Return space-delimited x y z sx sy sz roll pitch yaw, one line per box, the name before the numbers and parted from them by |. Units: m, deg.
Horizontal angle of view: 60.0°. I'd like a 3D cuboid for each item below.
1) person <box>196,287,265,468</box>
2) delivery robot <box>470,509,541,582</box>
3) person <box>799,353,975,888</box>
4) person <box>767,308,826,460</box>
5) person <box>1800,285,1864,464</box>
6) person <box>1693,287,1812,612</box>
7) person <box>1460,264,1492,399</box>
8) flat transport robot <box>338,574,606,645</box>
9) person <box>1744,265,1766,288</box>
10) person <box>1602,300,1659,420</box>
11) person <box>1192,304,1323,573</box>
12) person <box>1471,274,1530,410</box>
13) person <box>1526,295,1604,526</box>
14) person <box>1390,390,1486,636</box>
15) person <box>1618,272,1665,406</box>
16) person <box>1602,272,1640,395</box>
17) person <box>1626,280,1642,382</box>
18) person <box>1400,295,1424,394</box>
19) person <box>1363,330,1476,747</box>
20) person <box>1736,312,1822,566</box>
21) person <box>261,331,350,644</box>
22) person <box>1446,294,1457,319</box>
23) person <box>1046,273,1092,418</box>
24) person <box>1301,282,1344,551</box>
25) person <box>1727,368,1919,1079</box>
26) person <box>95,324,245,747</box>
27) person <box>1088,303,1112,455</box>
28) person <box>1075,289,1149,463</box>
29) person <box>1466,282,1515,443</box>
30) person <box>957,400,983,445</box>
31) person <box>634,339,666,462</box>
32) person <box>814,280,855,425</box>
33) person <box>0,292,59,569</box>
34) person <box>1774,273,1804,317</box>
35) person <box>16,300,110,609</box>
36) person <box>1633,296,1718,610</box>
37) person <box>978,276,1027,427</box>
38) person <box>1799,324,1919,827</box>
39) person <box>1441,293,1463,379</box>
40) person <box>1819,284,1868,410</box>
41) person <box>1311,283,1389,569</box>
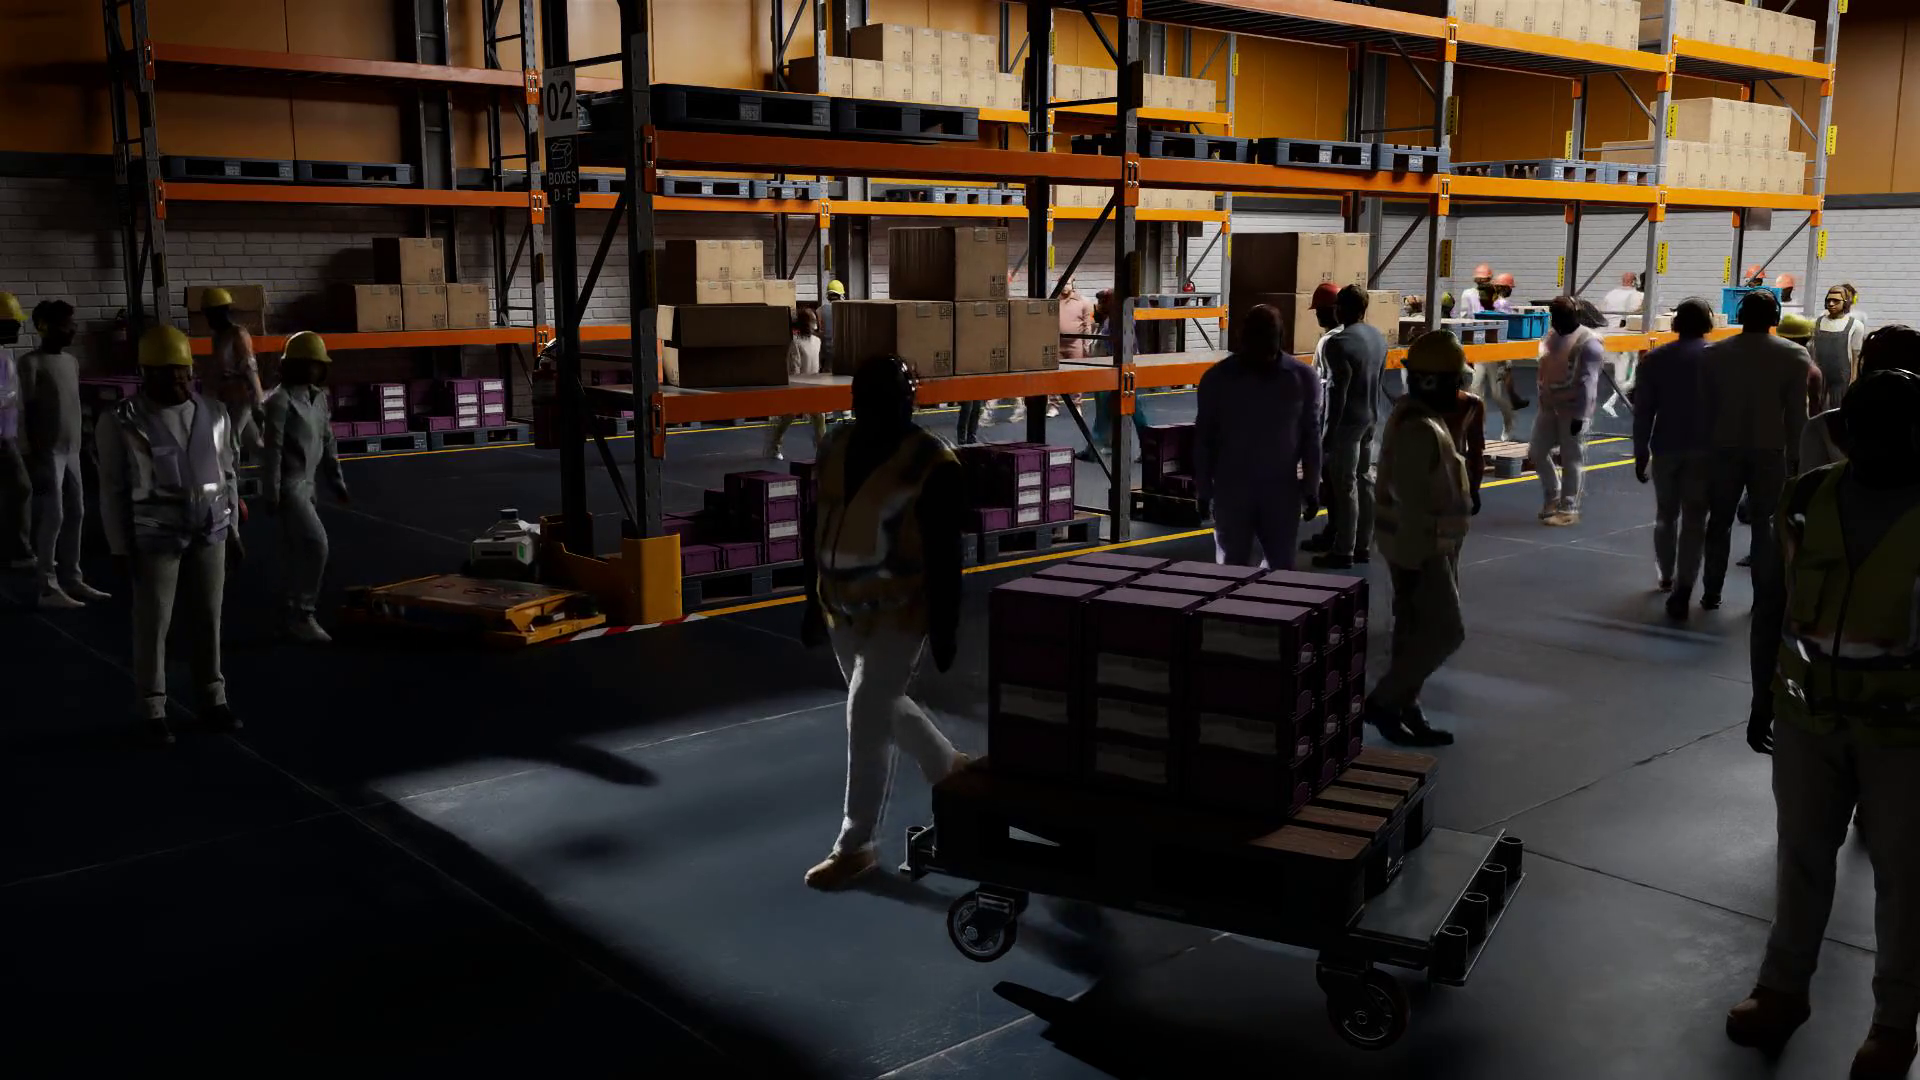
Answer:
person | -6.056 -1.212 14.143 0.931 1.879 0.635 -8 13 -40
delivery robot | -2.785 0.050 10.314 0.477 0.478 0.707 0 10 -1
person | -0.219 0.242 5.827 0.628 1.815 0.869 9 13 41
person | -1.644 -1.602 17.211 0.834 1.600 0.494 8 13 39
person | 8.333 -1.509 15.942 0.505 1.847 0.344 9 13 41
person | 4.708 -0.530 9.944 0.630 1.940 0.372 6 11 29
person | 7.773 -3.102 24.794 0.617 2.018 0.663 5 11 25
flat transport robot | -2.793 0.378 9.498 1.431 0.197 0.652 5 11 28
person | 11.081 -2.848 23.349 0.608 1.995 0.376 -3 10 -18
person | 8.835 -2.360 21.645 0.814 1.598 0.496 3 10 16
person | 1.542 -0.297 8.717 0.672 1.883 0.610 0 10 1
person | 7.403 -2.702 22.848 0.975 1.880 0.554 -4 10 -22
person | 4.751 -1.009 13.084 0.440 1.823 0.633 -5 11 -27
person | 2.652 -0.267 9.276 0.516 1.640 0.314 2 10 12
person | 9.739 -2.862 23.686 1.007 1.910 0.634 -8 13 -41
person | 10.316 -3.182 25.650 0.838 1.874 0.665 -9 13 -41
person | 11.263 -3.452 27.581 0.331 1.762 0.536 3 10 17
person | 5.686 -2.258 20.936 0.311 1.638 0.522 -3 10 -16
person | 1.984 0.011 7.142 0.415 1.818 0.594 2 10 12
person | 5.721 -0.692 11.435 0.725 1.744 0.529 -2 10 -9
person | -3.617 -0.286 9.149 0.553 1.711 0.501 1 10 4
person | 5.710 -2.074 19.700 0.530 1.692 0.321 9 13 41
person | 1.399 -2.558 21.908 0.651 1.906 0.403 2 10 11
person | 2.657 -0.882 12.010 0.368 1.933 0.551 5 11 29
person | 2.368 0.472 4.360 0.429 1.841 0.634 -8 12 -38
person | -3.437 -0.027 7.307 0.404 1.829 0.600 8 13 40
person | 1.538 -1.735 17.873 0.306 1.639 0.524 -2 10 -13
person | 1.606 -1.666 17.047 0.930 1.783 0.705 -4 10 -22
person | 6.016 -1.992 18.784 0.833 1.848 0.519 -8 13 -40
person | 0.145 -1.669 17.513 0.271 1.631 0.524 6 11 30
person | -3.206 -1.637 17.141 0.319 1.693 0.532 2 10 11
person | -1.552 -2.344 20.908 0.595 1.827 0.403 4 10 22
person | -6.549 -0.718 11.237 0.581 1.888 0.635 -7 12 -37
person | 10.843 -2.545 21.851 0.548 1.906 0.917 9 13 42
person | -5.454 -0.520 10.103 0.325 1.866 0.565 1 10 6
person | 4.428 -0.537 10.162 0.625 1.893 1.007 5 11 26
person | 0.517 -2.405 20.957 1.020 1.952 0.632 -8 13 -40
person | 3.292 0.169 6.008 0.584 1.882 0.345 0 10 -1
person | 5.349 -1.894 18.590 0.895 1.709 0.542 -9 13 -42
person | 9.816 -1.945 18.592 0.518 1.825 0.968 8 13 40
person | 2.660 -0.774 11.369 0.373 1.940 0.629 9 13 42
